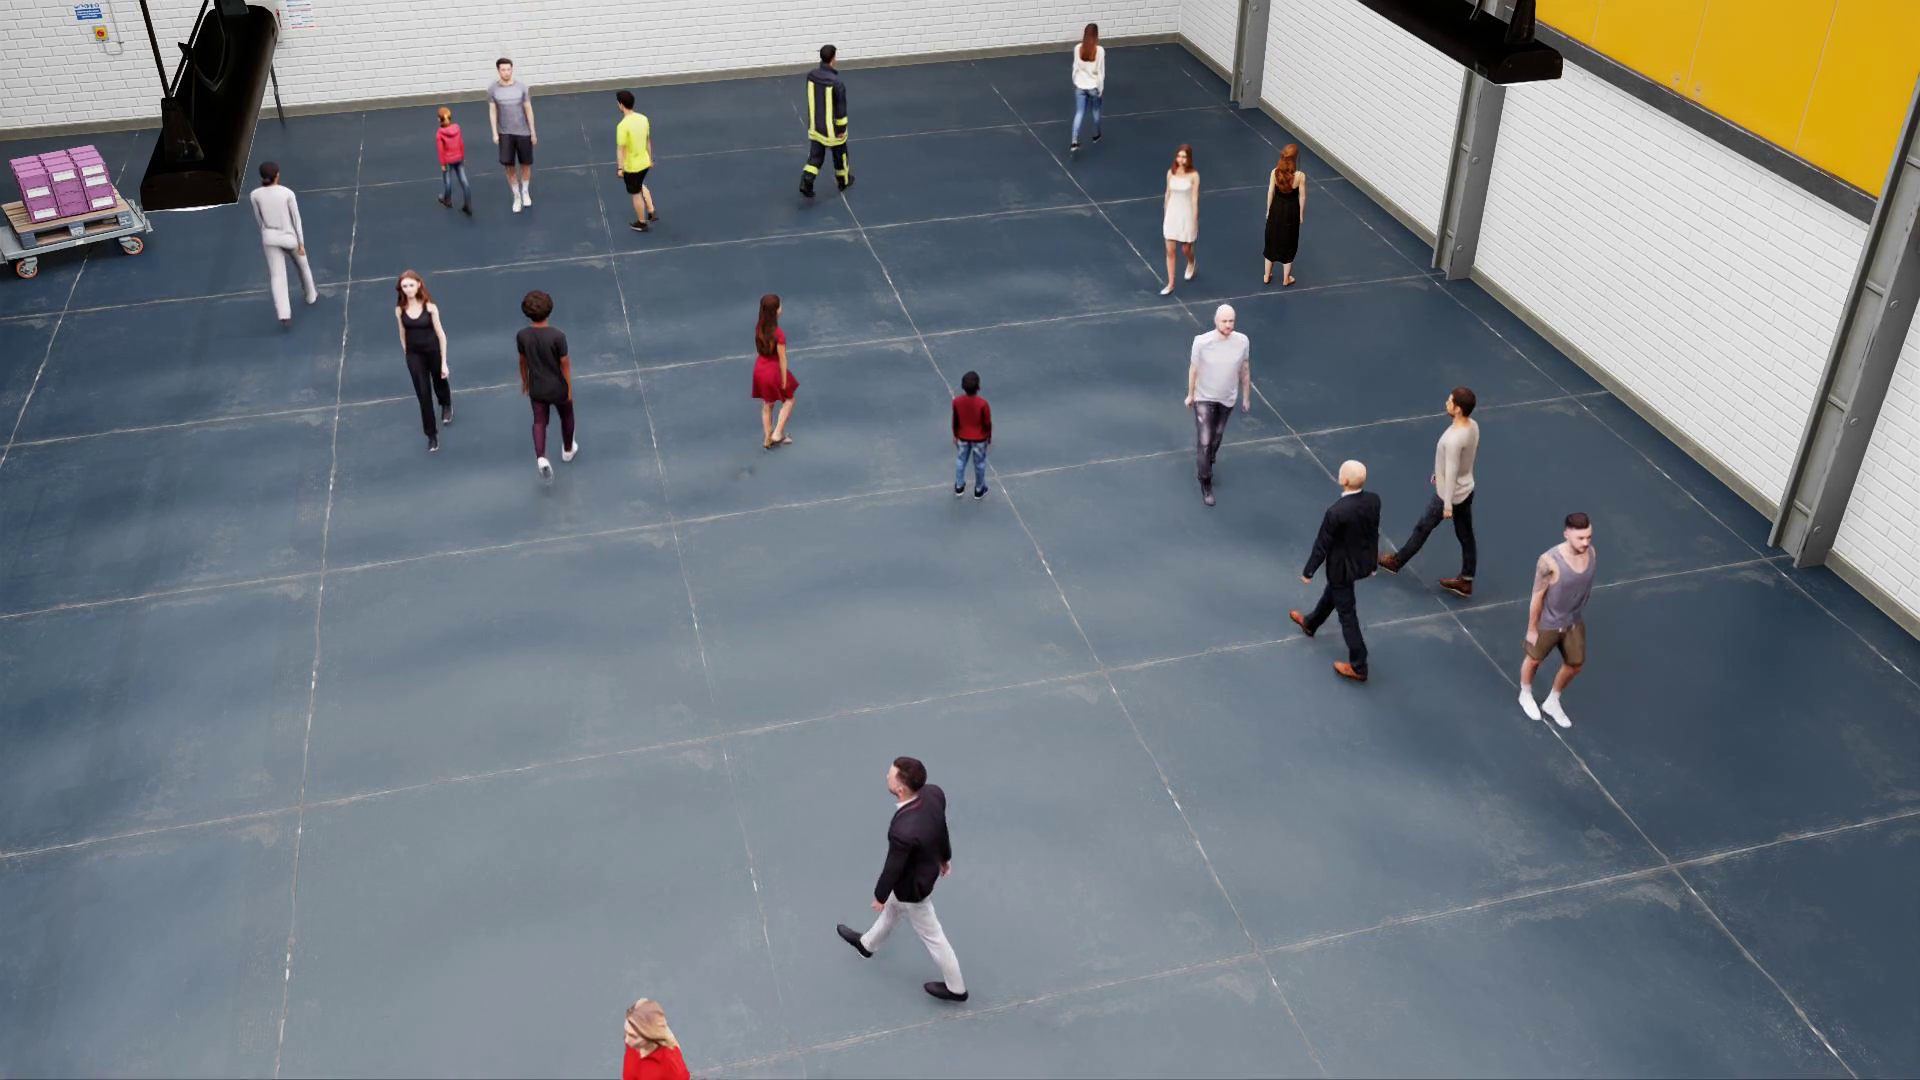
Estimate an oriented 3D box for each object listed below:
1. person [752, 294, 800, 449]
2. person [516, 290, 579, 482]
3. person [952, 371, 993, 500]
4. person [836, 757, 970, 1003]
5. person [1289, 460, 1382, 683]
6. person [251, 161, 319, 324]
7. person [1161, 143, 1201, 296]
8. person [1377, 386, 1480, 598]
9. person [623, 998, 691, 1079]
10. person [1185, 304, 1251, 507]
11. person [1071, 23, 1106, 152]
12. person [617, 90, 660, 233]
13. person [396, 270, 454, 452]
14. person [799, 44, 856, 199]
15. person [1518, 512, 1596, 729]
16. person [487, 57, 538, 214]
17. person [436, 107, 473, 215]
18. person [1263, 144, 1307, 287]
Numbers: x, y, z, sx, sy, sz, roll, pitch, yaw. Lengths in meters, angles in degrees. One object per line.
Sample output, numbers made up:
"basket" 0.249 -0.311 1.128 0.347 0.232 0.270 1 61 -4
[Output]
"person" -1.790 -1.527 15.416 0.695 1.540 0.754 20 38 27
"person" -3.730 -1.372 14.982 0.810 1.761 1.100 0 34 0
"person" 0.112 -0.924 14.765 0.589 1.255 0.627 10 35 14
"person" -0.179 2.059 9.790 1.209 1.796 1.208 14 36 20
"person" 2.962 0.266 12.529 0.978 1.749 1.273 -21 39 -29
"person" -7.243 -3.149 17.700 0.720 1.713 1.152 -5 34 -8
"person" 2.474 -3.579 18.361 0.911 1.697 0.955 19 38 27
"person" 4.050 -0.336 13.370 1.202 1.820 1.078 22 39 29
"person" -1.467 2.934 8.576 1.073 1.682 1.051 24 41 32
"person" 2.260 -1.304 14.842 0.755 1.804 1.056 -5 34 -7
"person" 1.659 -5.921 21.922 1.057 1.656 1.175 14 36 20
"person" -3.781 -4.459 19.683 0.825 1.699 0.767 20 38 27
"person" -4.990 -1.765 15.626 0.633 1.704 1.134 -6 34 -9
"person" -1.696 -5.125 20.506 1.257 1.898 1.310 18 38 25
"person" 4.315 0.510 12.175 0.653 1.831 0.667 -9 35 -13
"person" -5.456 -5.017 20.379 0.680 1.858 0.776 -8 34 -12
"person" -6.140 -4.598 20.256 0.737 1.296 0.887 -27 42 -35
"person" 3.597 -3.618 18.484 0.686 1.625 0.732 12 36 18
